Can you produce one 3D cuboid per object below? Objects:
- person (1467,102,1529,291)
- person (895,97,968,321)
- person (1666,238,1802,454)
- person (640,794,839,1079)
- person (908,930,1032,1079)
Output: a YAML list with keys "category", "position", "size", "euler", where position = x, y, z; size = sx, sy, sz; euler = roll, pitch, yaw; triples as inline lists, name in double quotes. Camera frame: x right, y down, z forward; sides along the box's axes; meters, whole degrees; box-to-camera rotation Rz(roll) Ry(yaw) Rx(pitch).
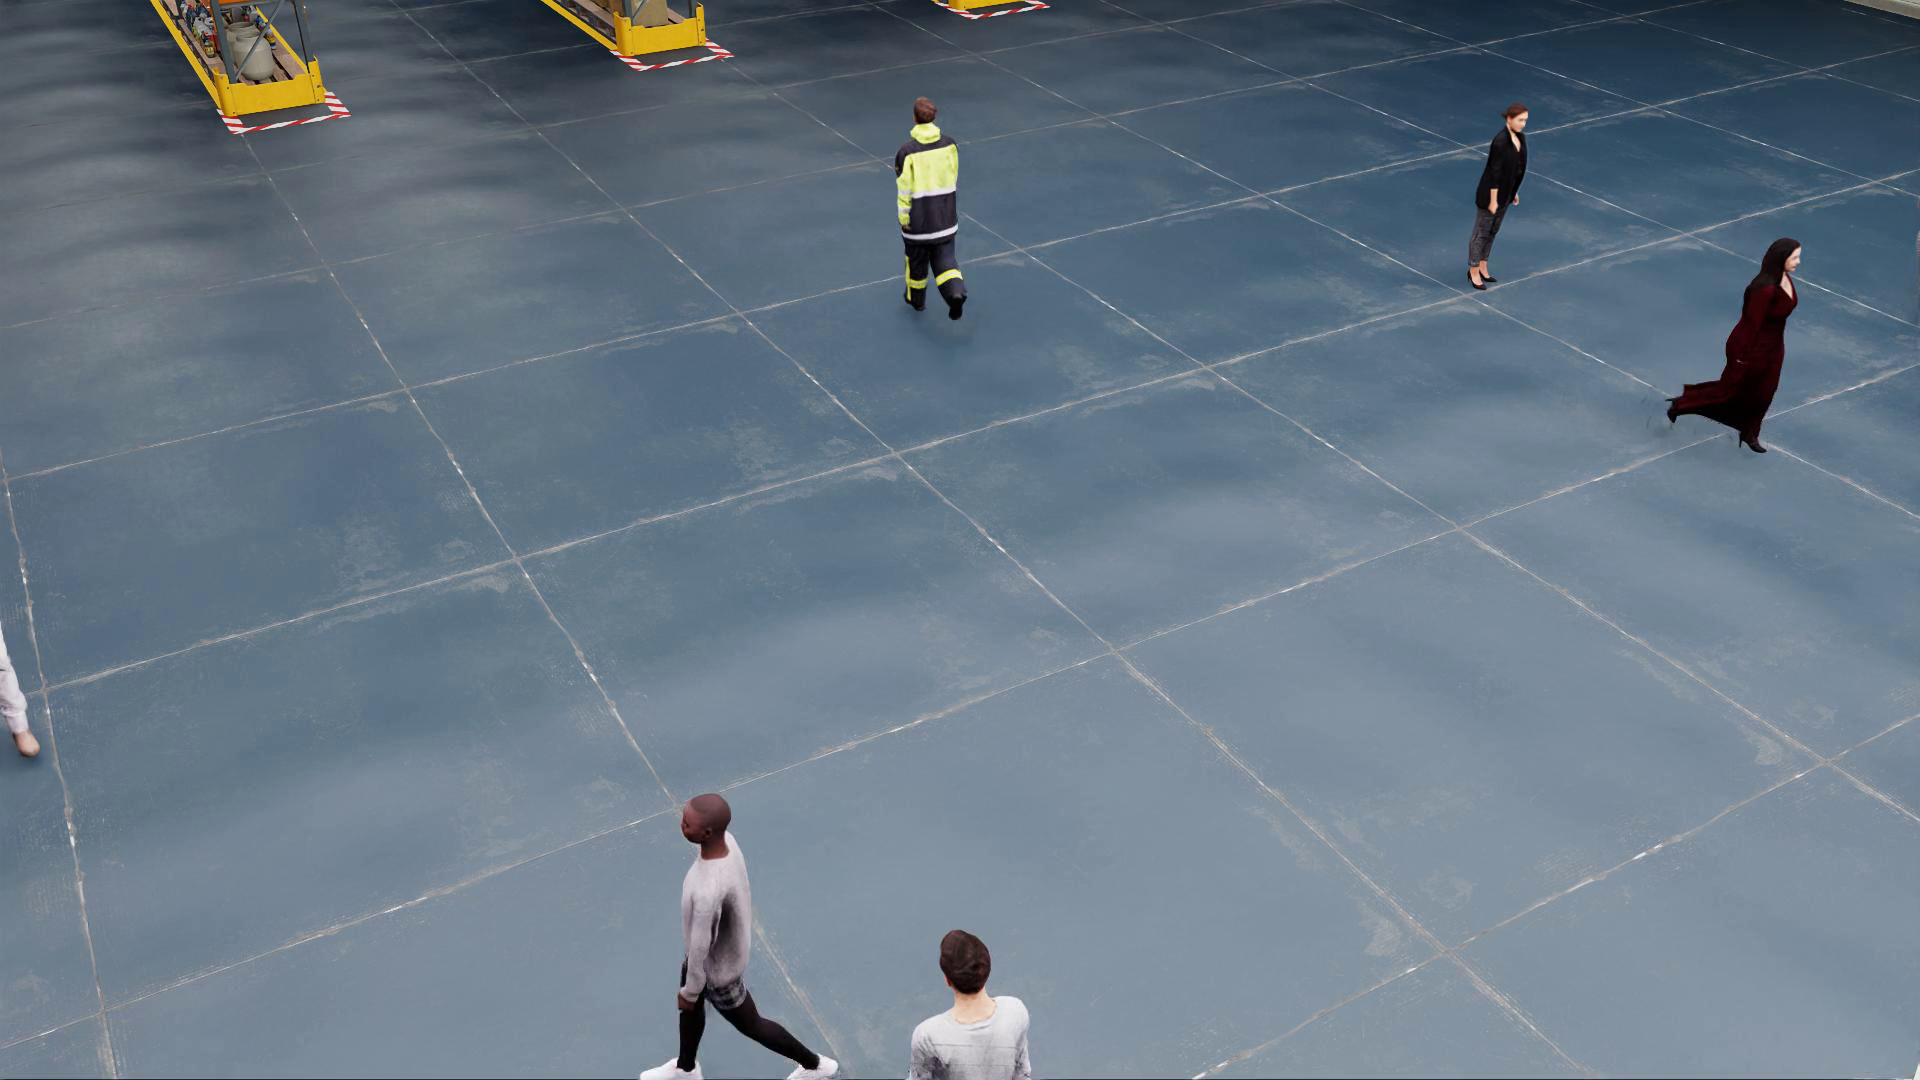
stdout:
- category: "person"
  position: [4.902, -3.159, 15.211]
  size: [0.676, 1.721, 0.705]
  euler: [26, 40, 35]
- category: "person"
  position: [-0.236, -2.840, 14.482]
  size: [0.814, 1.959, 1.111]
  euler: [-15, 35, -23]
- category: "person"
  position: [5.867, -1.461, 12.511]
  size: [1.118, 1.728, 0.900]
  euler: [23, 39, 32]
- category: "person"
  position: [-0.955, 1.834, 7.270]
  size: [1.001, 1.747, 1.166]
  euler: [-4, 32, -6]
- category: "person"
  position: [0.092, 2.307, 6.439]
  size: [0.703, 1.834, 0.768]
  euler: [-12, 34, -19]
